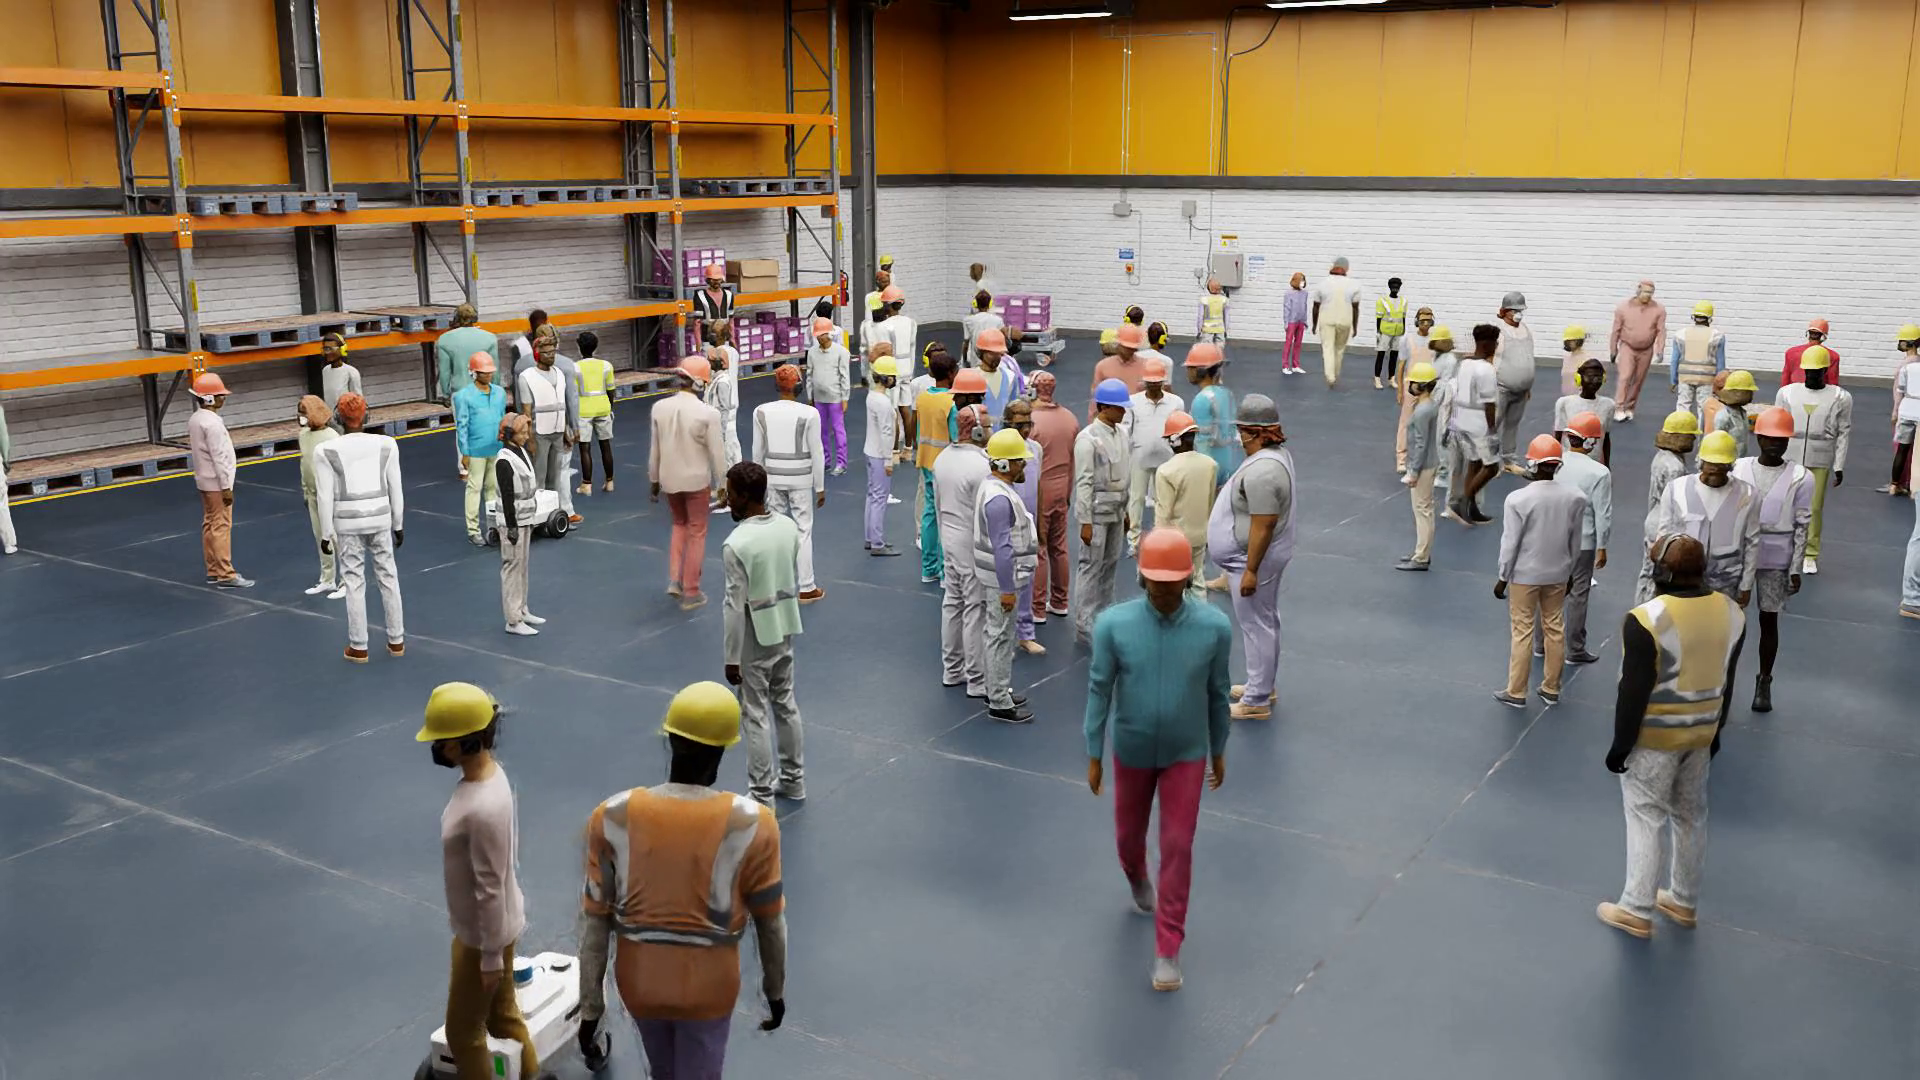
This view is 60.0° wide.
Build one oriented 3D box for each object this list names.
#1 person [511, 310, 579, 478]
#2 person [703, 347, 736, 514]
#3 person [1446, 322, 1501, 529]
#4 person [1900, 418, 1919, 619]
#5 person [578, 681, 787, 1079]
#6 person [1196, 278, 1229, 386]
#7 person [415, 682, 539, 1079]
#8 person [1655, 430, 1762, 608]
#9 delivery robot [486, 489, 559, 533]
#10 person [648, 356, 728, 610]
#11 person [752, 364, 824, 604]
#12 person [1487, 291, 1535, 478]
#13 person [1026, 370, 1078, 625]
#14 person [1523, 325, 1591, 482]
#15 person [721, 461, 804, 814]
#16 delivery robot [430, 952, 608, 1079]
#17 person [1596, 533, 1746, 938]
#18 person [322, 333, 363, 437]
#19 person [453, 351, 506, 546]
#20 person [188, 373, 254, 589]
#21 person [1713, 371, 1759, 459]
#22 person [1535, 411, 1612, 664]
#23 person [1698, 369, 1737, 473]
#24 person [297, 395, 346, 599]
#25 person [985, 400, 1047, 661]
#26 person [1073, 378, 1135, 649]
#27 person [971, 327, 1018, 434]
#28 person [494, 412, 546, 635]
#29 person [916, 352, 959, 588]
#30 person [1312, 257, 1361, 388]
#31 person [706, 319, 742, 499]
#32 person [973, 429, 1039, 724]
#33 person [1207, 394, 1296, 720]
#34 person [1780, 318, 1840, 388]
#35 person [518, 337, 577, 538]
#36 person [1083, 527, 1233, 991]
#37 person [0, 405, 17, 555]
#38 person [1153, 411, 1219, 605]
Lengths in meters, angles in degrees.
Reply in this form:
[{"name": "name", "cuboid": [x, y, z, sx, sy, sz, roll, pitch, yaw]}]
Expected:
[{"name": "person", "cuboid": [-4.563, -1.564, 18.022, 0.964, 1.843, 0.616, 13, 18, 44]}, {"name": "person", "cuboid": [-2.357, -1.083, 16.383, 0.307, 1.640, 0.521, -4, 13, -15]}, {"name": "person", "cuboid": [4.881, -1.077, 15.655, 0.445, 1.956, 0.648, -2, 13, -8]}, {"name": "person", "cuboid": [7.415, -0.396, 12.626, 0.377, 1.995, 0.608, 8, 15, 32]}, {"name": "person", "cuboid": [-0.847, 1.377, 5.203, 0.604, 1.870, 0.979, 2, 13, 8]}, {"name": "person", "cuboid": [3.864, -3.170, 25.432, 0.515, 1.641, 0.309, -3, 13, -14]}, {"name": "person", "cuboid": [-1.676, 1.326, 5.700, 0.473, 1.755, 0.557, -4, 14, -17]}, {"name": "person", "cuboid": [4.630, 0.217, 10.341, 0.593, 1.825, 0.403, 5, 14, 21]}, {"name": "delivery robot", "cuboid": [-3.981, -0.295, 15.134, 0.477, 0.478, 0.707, 6, 14, 24]}, {"name": "person", "cuboid": [-2.109, -0.443, 12.912, 0.688, 1.954, 0.492, 5, 14, 21]}, {"name": "person", "cuboid": [-1.333, -0.434, 13.033, 0.579, 1.882, 0.342, 4, 14, 17]}, {"name": "person", "cuboid": [6.024, -1.706, 18.205, 0.684, 2.000, 0.538, -6, 14, -25]}, {"name": "person", "cuboid": [0.598, -0.322, 12.497, 0.403, 1.906, 0.651, 11, 17, 40]}, {"name": "person", "cuboid": [6.500, -1.425, 17.690, 0.907, 1.714, 0.523, -4, 14, -18]}, {"name": "person", "cuboid": [-1.043, 0.527, 8.815, 0.387, 1.910, 0.593, 7, 15, 28]}, {"name": "delivery robot", "cuboid": [-1.613, 1.779, 6.130, 0.477, 0.478, 0.707, 5, 14, 21]}, {"name": "person", "cuboid": [3.163, 0.871, 7.468, 0.634, 1.839, 0.429, -5, 14, -21]}, {"name": "person", "cuboid": [-5.774, -1.009, 15.557, 0.532, 1.869, 0.310, 8, 15, 31]}, {"name": "person", "cuboid": [-4.291, -0.838, 15.067, 0.342, 1.751, 0.563, 8, 15, 33]}, {"name": "person", "cuboid": [-6.035, -0.482, 13.523, 0.324, 1.752, 0.562, -11, 17, -39]}, {"name": "person", "cuboid": [6.378, -0.534, 13.777, 0.308, 1.742, 0.494, 12, 18, 42]}, {"name": "person", "cuboid": [4.254, -0.022, 11.530, 0.343, 1.749, 0.573, -10, 16, -36]}, {"name": "person", "cuboid": [6.686, -0.684, 14.651, 0.307, 1.640, 0.520, -3, 13, -12]}, {"name": "person", "cuboid": [-5.060, -0.344, 13.210, 0.493, 1.626, 0.279, 9, 16, 35]}, {"name": "person", "cuboid": [0.376, -0.068, 11.562, 0.511, 1.836, 0.357, -9, 16, -34]}, {"name": "person", "cuboid": [1.033, -0.189, 11.850, 0.417, 1.940, 0.607, 9, 16, 35]}, {"name": "person", "cuboid": [0.251, -0.808, 14.306, 0.608, 2.045, 0.369, -8, 15, -32]}, {"name": "person", "cuboid": [-3.258, -0.125, 12.227, 0.306, 1.640, 0.523, -1, 13, -3]}, {"name": "person", "cuboid": [-0.144, -0.566, 13.535, 0.392, 1.917, 0.592, -9, 16, -35]}, {"name": "person", "cuboid": [5.725, -3.345, 25.316, 0.692, 2.000, 0.965, 2, 13, 9]}, {"name": "person", "cuboid": [-2.438, -1.337, 17.035, 0.327, 1.843, 0.515, 6, 14, 23]}, {"name": "person", "cuboid": [0.286, 0.216, 10.325, 0.404, 1.833, 0.590, -1, 13, -3]}, {"name": "person", "cuboid": [1.808, 0.095, 10.393, 0.535, 2.000, 0.688, 4, 14, 18]}, {"name": "person", "cuboid": [9.293, -1.556, 18.216, 0.574, 1.740, 0.348, 9, 16, 34]}, {"name": "person", "cuboid": [-3.837, -0.963, 15.406, 0.390, 1.847, 0.563, 6, 14, 25]}, {"name": "person", "cuboid": [0.853, 0.866, 7.237, 0.625, 1.966, 0.875, 1, 13, 5]}, {"name": "person", "cuboid": [-8.556, -0.650, 14.498, 0.513, 1.642, 0.313, -9, 16, -35]}, {"name": "person", "cuboid": [1.532, -0.030, 11.585, 0.563, 1.742, 0.339, -11, 17, -40]}]
